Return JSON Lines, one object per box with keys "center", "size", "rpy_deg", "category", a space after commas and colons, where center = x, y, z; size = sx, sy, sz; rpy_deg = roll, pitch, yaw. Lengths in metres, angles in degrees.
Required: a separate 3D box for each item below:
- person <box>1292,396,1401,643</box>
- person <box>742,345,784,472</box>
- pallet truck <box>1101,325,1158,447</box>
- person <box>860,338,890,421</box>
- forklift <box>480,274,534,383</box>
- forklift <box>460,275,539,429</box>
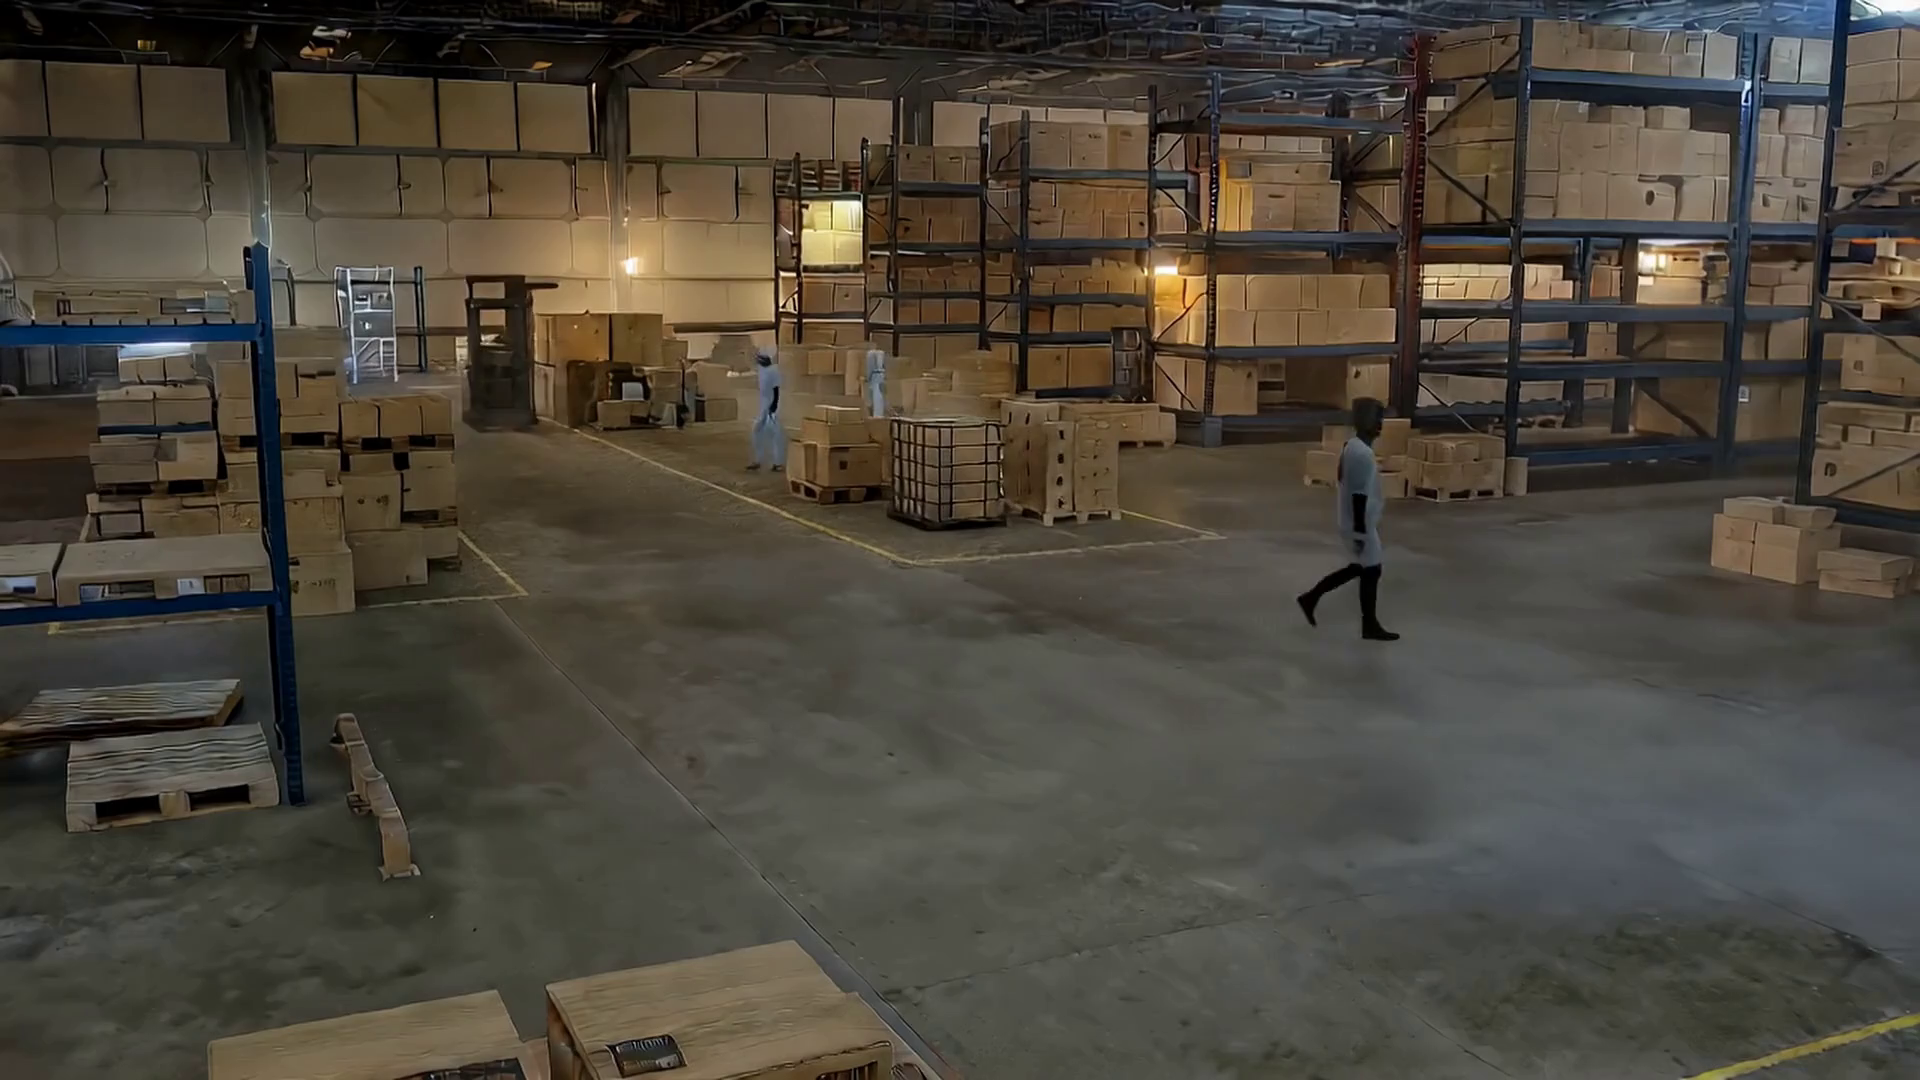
{"center": [3.045, -0.159, 12.976], "size": [0.766, 1.944, 0.611], "rpy_deg": [1, 9, 8], "category": "person"}
{"center": [-2.809, -1.871, 23.903], "size": [0.532, 1.843, 0.786], "rpy_deg": [7, 11, 36], "category": "person"}
{"center": [2.881, -2.596, 27.923], "size": [0.823, 1.965, 1.885], "rpy_deg": [-1, 9, -7], "category": "pallet truck"}
{"center": [-1.695, -3.133, 32.424], "size": [0.732, 1.602, 0.635], "rpy_deg": [8, 12, 39], "category": "person"}
{"center": [-11.343, -5.369, 42.400], "size": [1.873, 2.768, 1.129], "rpy_deg": [-4, 10, -25], "category": "forklift"}
{"center": [-8.697, -3.548, 31.098], "size": [1.129, 2.768, 1.873], "rpy_deg": [-4, 10, -26], "category": "forklift"}
